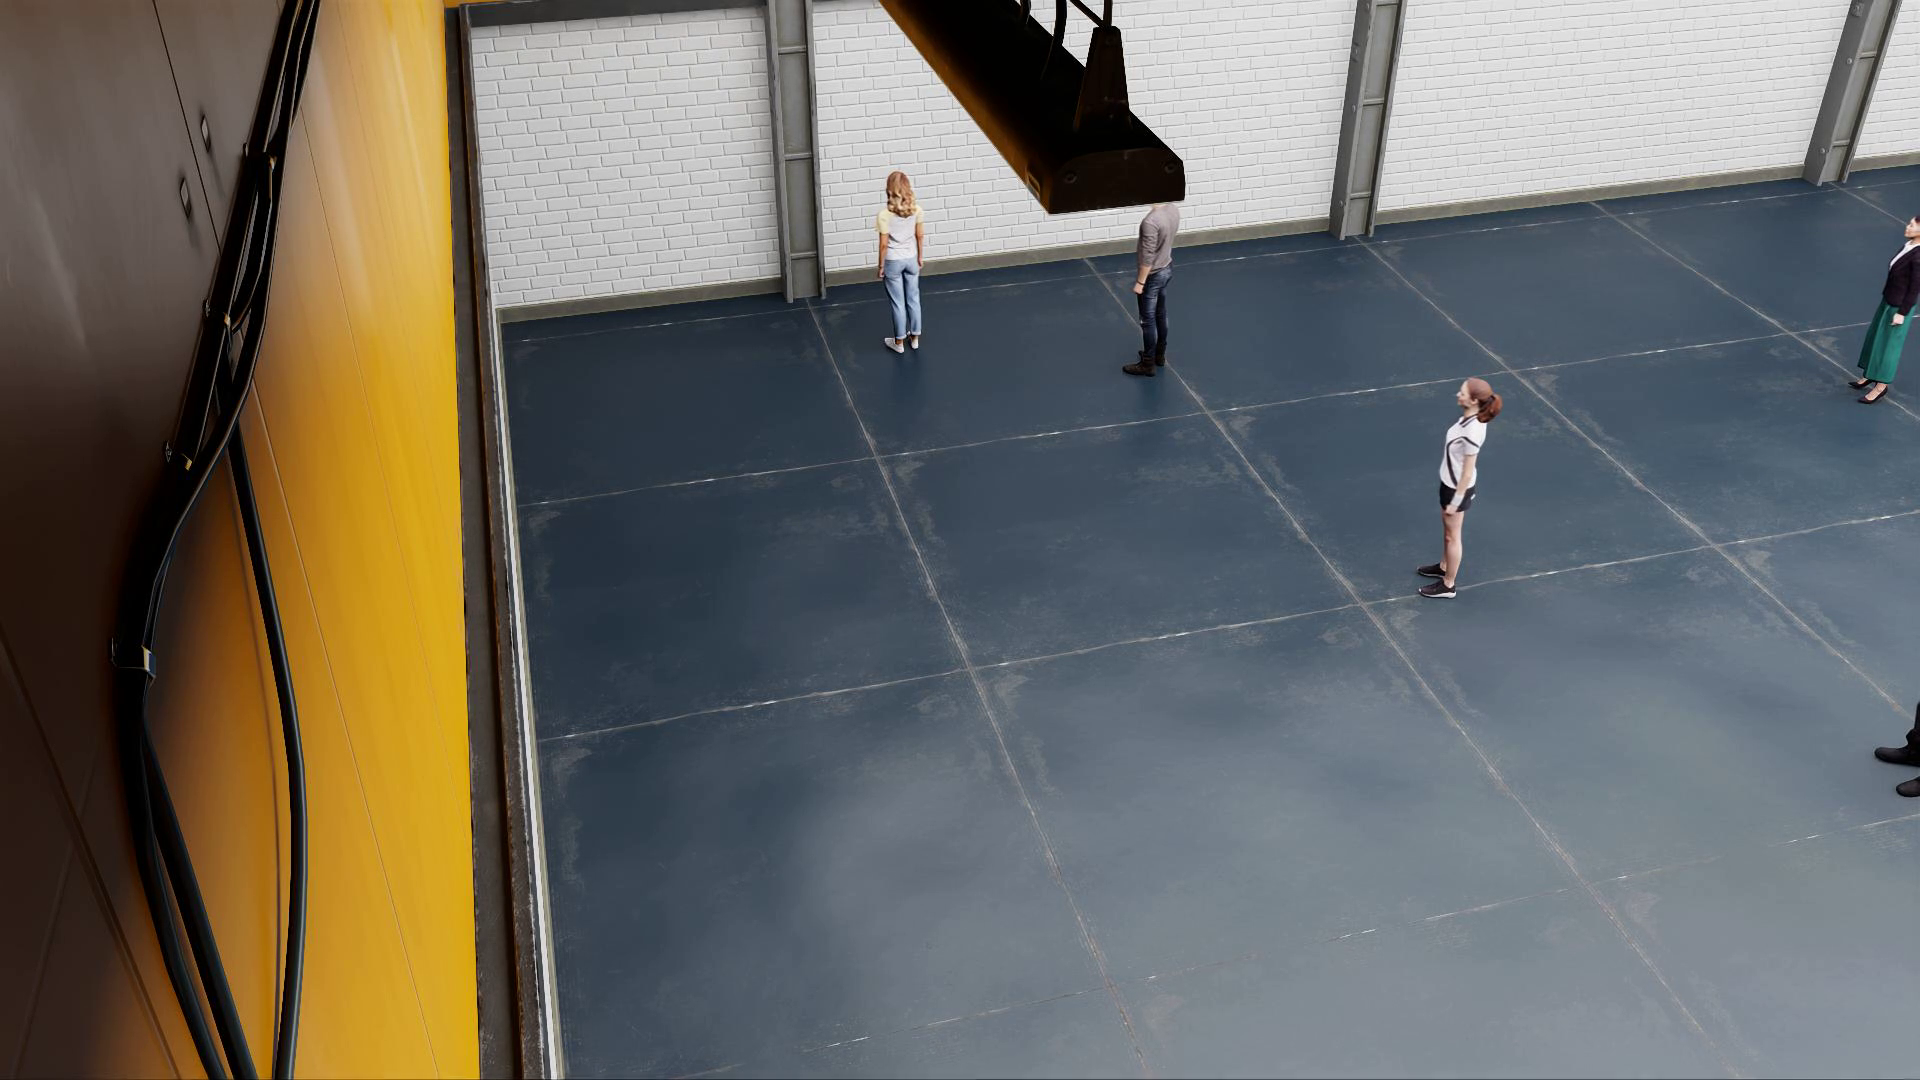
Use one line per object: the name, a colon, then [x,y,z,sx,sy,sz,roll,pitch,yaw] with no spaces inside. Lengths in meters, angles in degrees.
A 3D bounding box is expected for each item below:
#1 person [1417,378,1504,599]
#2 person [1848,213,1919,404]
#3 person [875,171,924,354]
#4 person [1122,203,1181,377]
person: [3.591,-0.385,11.994,0.688,1.752,0.659,7,34,10]
person: [8.146,-2.022,14.470,0.687,1.739,0.705,7,34,10]
person: [-0.546,-2.546,15.274,0.562,1.722,0.740,-17,37,-24]
person: [1.745,-2.382,14.862,0.826,1.904,0.760,19,38,26]
